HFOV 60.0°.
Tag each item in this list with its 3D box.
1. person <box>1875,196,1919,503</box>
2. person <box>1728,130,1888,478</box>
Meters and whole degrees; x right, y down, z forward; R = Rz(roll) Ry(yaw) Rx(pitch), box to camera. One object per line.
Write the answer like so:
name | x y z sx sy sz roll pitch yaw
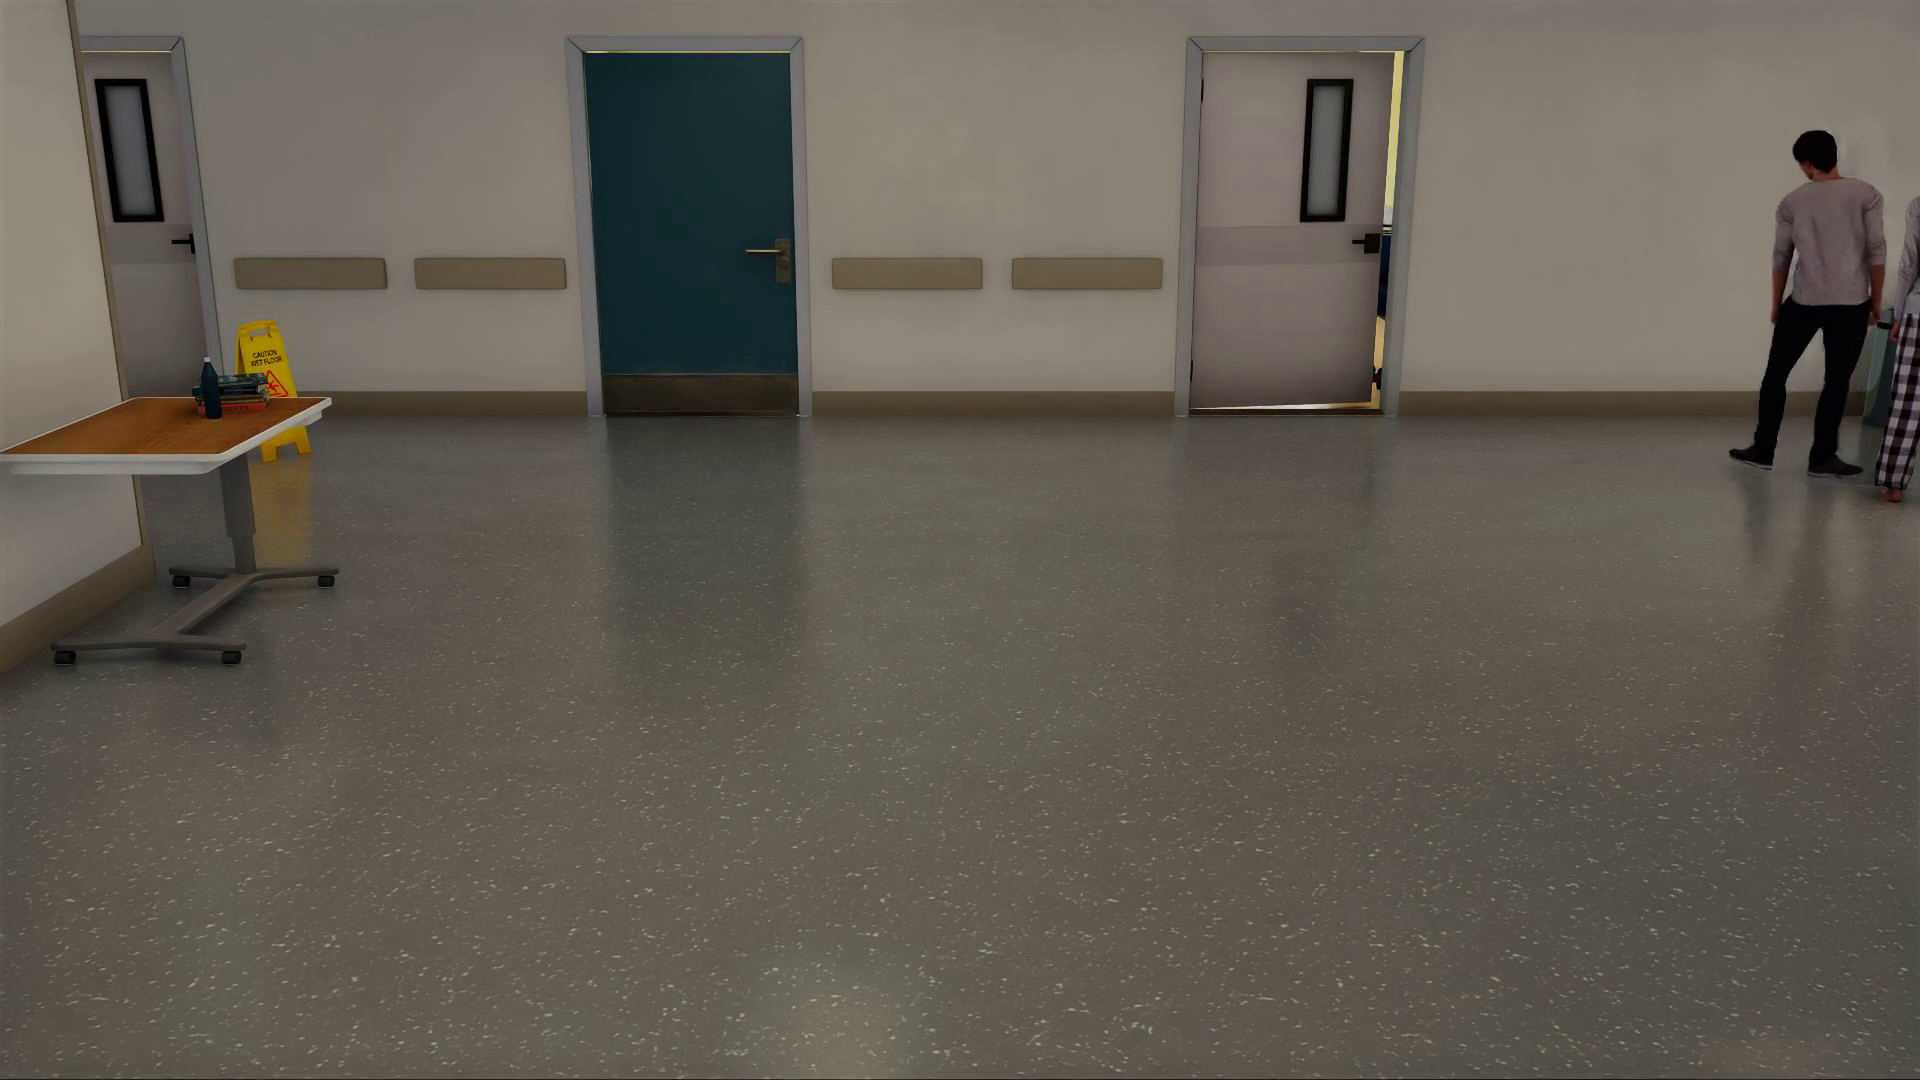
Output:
person | 4.859 -1.086 8.199 0.666 1.848 0.762 11 19 34
person | 4.608 -1.231 8.788 0.914 1.806 0.807 -11 19 -35
